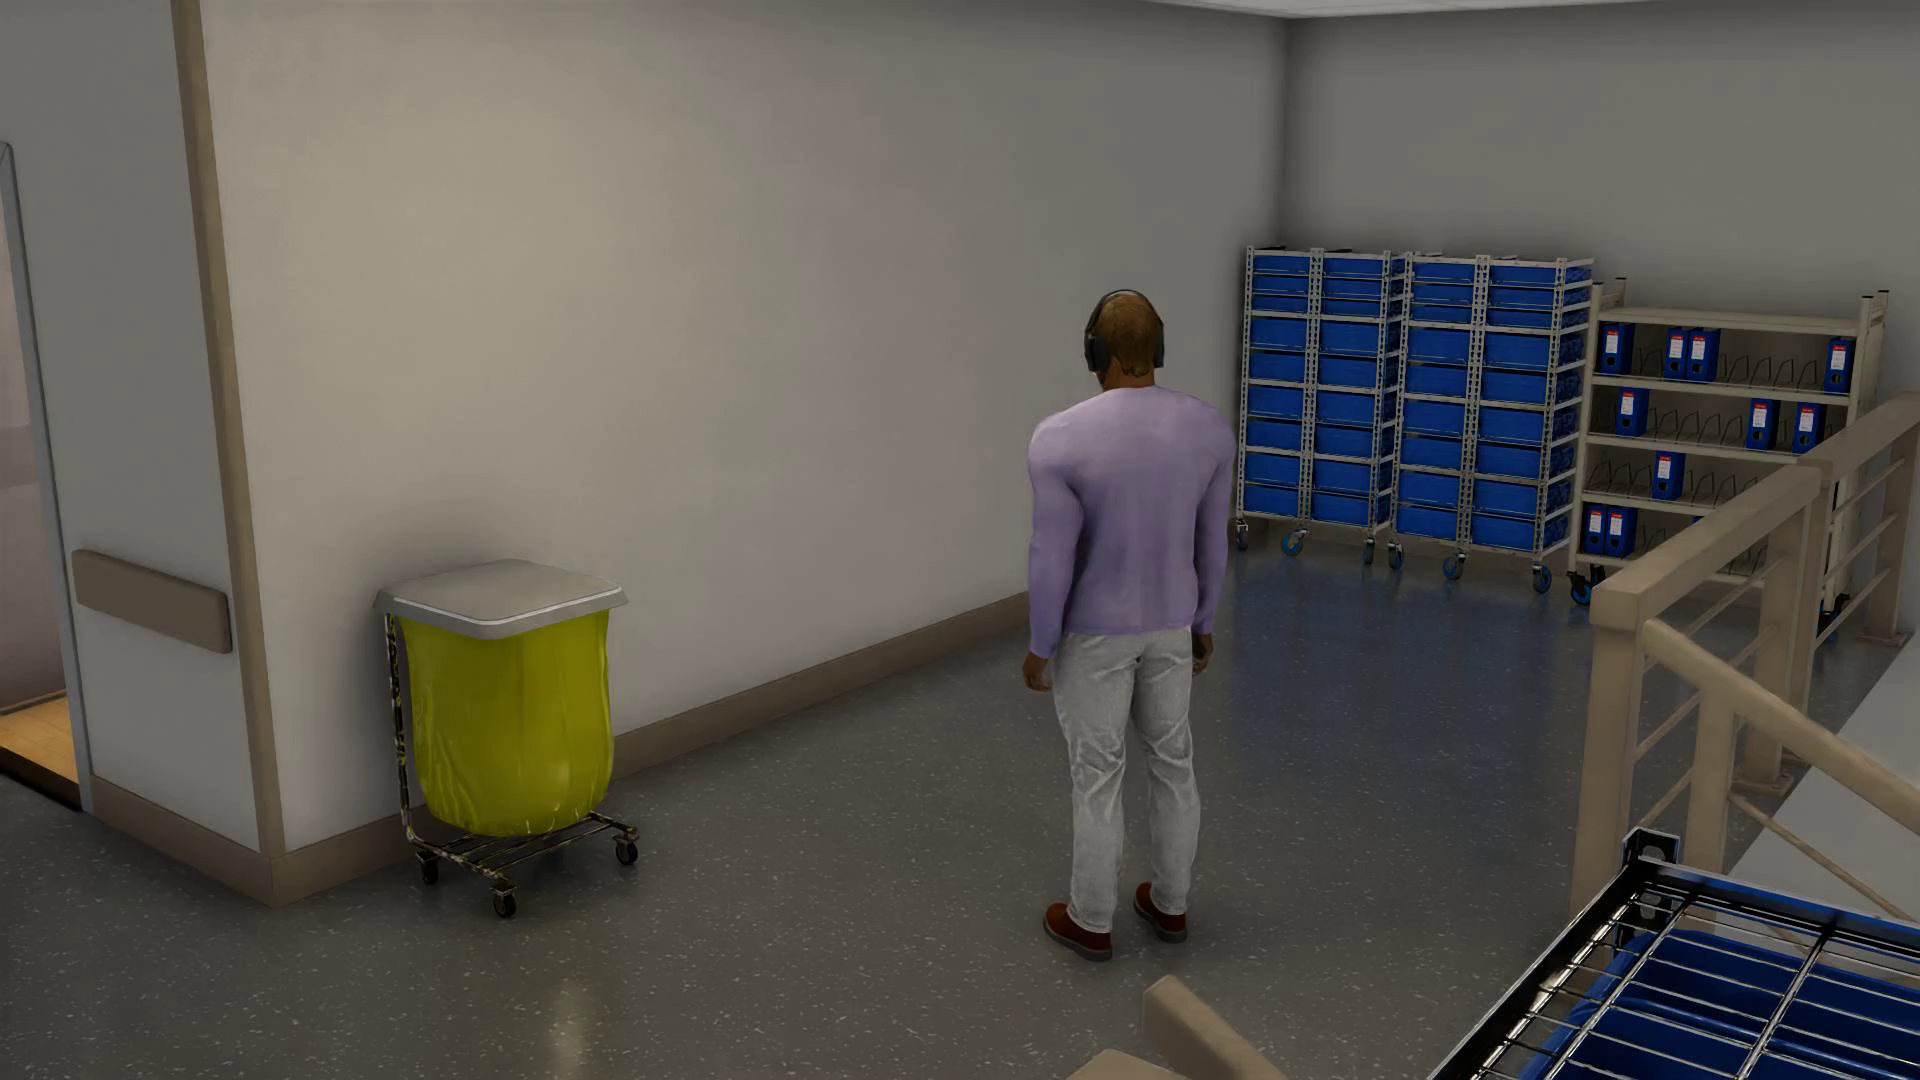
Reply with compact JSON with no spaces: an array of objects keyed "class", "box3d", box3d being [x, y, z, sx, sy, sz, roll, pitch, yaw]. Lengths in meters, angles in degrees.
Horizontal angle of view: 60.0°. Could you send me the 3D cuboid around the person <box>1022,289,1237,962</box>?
[{"class":"person","box3d":[0.468,0.259,4.767,0.627,1.938,0.372,-5,14,-22]}]
